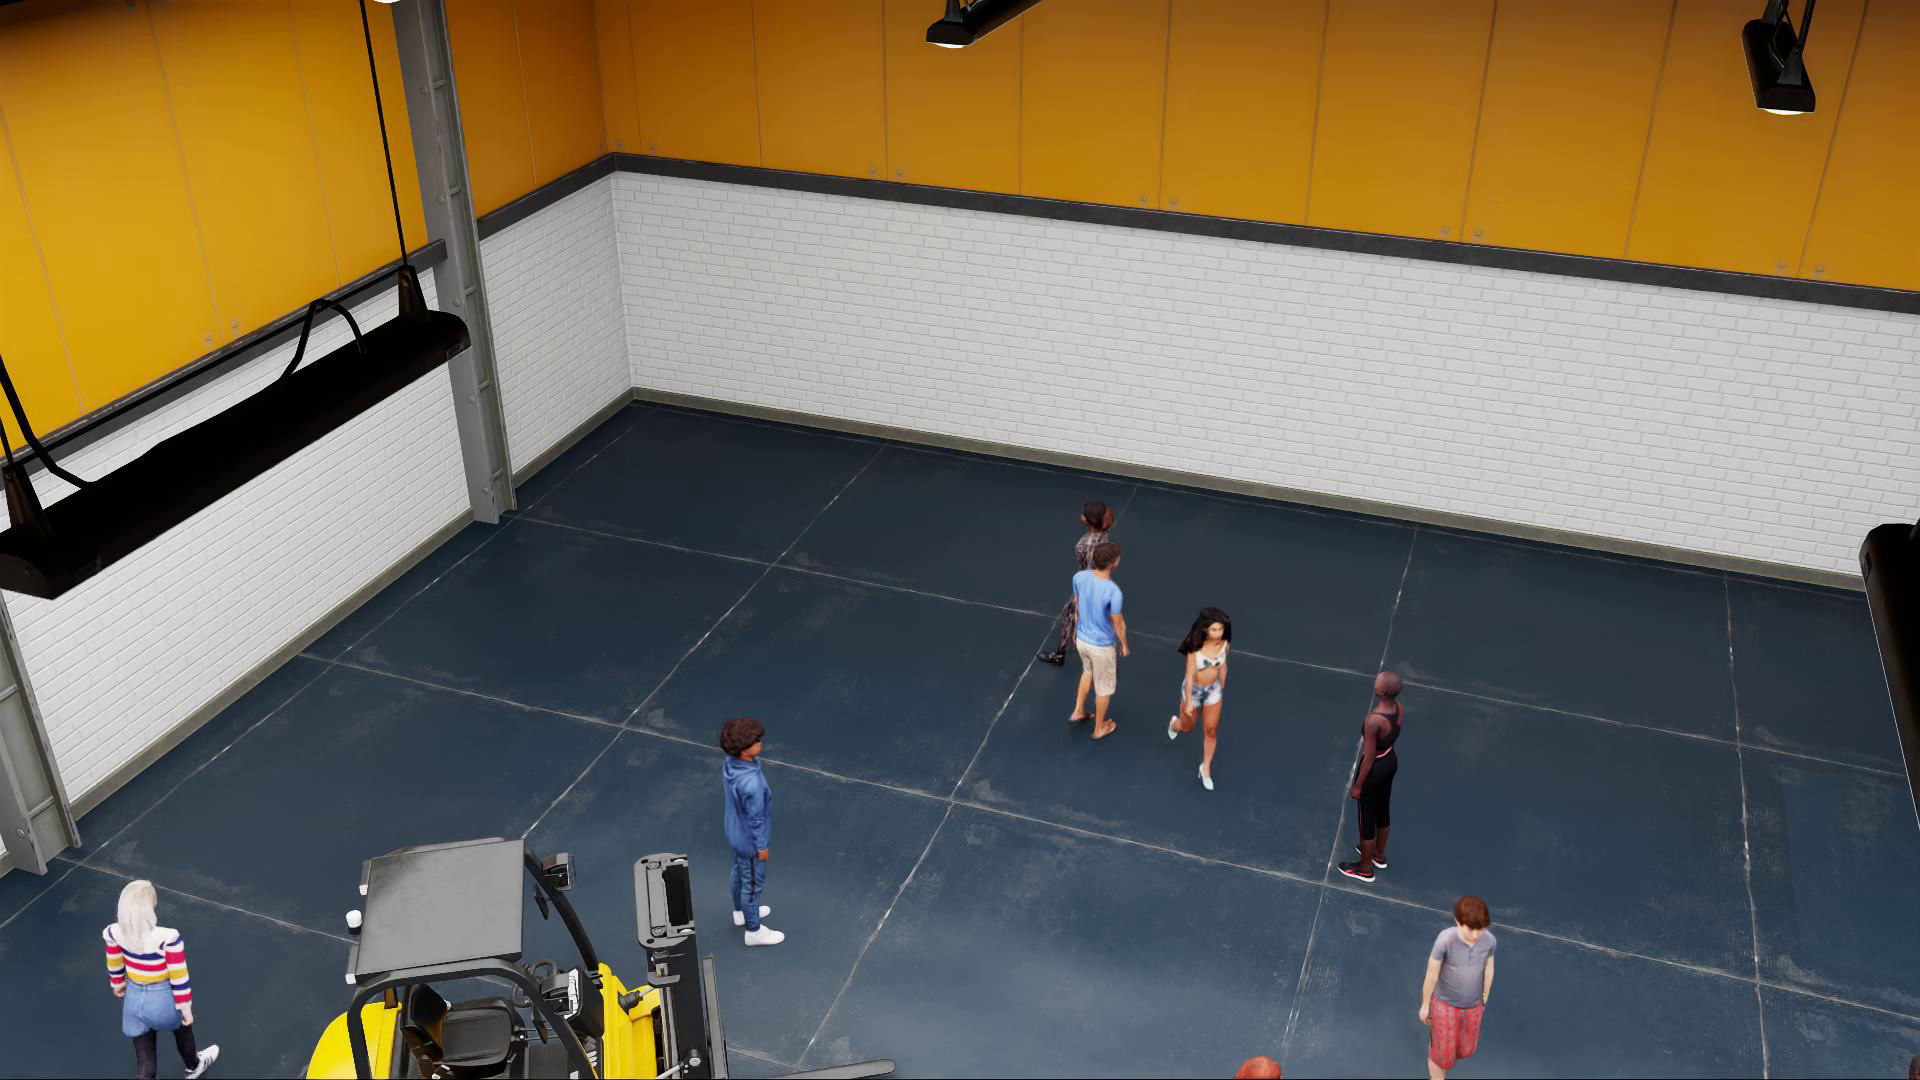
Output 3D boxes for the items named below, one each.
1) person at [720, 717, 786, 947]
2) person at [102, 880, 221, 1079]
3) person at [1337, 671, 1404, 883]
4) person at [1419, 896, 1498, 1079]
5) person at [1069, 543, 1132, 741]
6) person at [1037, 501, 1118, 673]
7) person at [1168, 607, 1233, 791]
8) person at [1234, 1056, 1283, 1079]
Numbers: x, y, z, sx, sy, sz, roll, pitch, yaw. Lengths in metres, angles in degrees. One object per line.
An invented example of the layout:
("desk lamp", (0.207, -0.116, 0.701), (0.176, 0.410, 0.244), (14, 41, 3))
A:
("person", (-1.483, 2.014, 11.612), (0.804, 1.808, 0.737), (-12, 31, -21))
("person", (-4.916, 2.884, 10.067), (0.944, 1.760, 1.231), (0, 29, 1))
("person", (3.064, 1.719, 12.205), (0.724, 1.758, 0.603), (25, 37, 37))
("person", (3.047, 2.822, 10.312), (0.797, 1.634, 1.005), (-1, 29, -2))
("person", (1.107, 0.860, 13.680), (0.780, 1.853, 0.791), (21, 35, 33))
("person", (1.258, 0.442, 14.614), (0.666, 1.693, 0.883), (12, 31, 21))
("person", (1.889, 1.209, 13.306), (0.896, 1.599, 1.003), (-10, 30, -17))
("person", (1.559, 3.464, 8.983), (0.681, 1.779, 0.655), (-17, 33, -29))
